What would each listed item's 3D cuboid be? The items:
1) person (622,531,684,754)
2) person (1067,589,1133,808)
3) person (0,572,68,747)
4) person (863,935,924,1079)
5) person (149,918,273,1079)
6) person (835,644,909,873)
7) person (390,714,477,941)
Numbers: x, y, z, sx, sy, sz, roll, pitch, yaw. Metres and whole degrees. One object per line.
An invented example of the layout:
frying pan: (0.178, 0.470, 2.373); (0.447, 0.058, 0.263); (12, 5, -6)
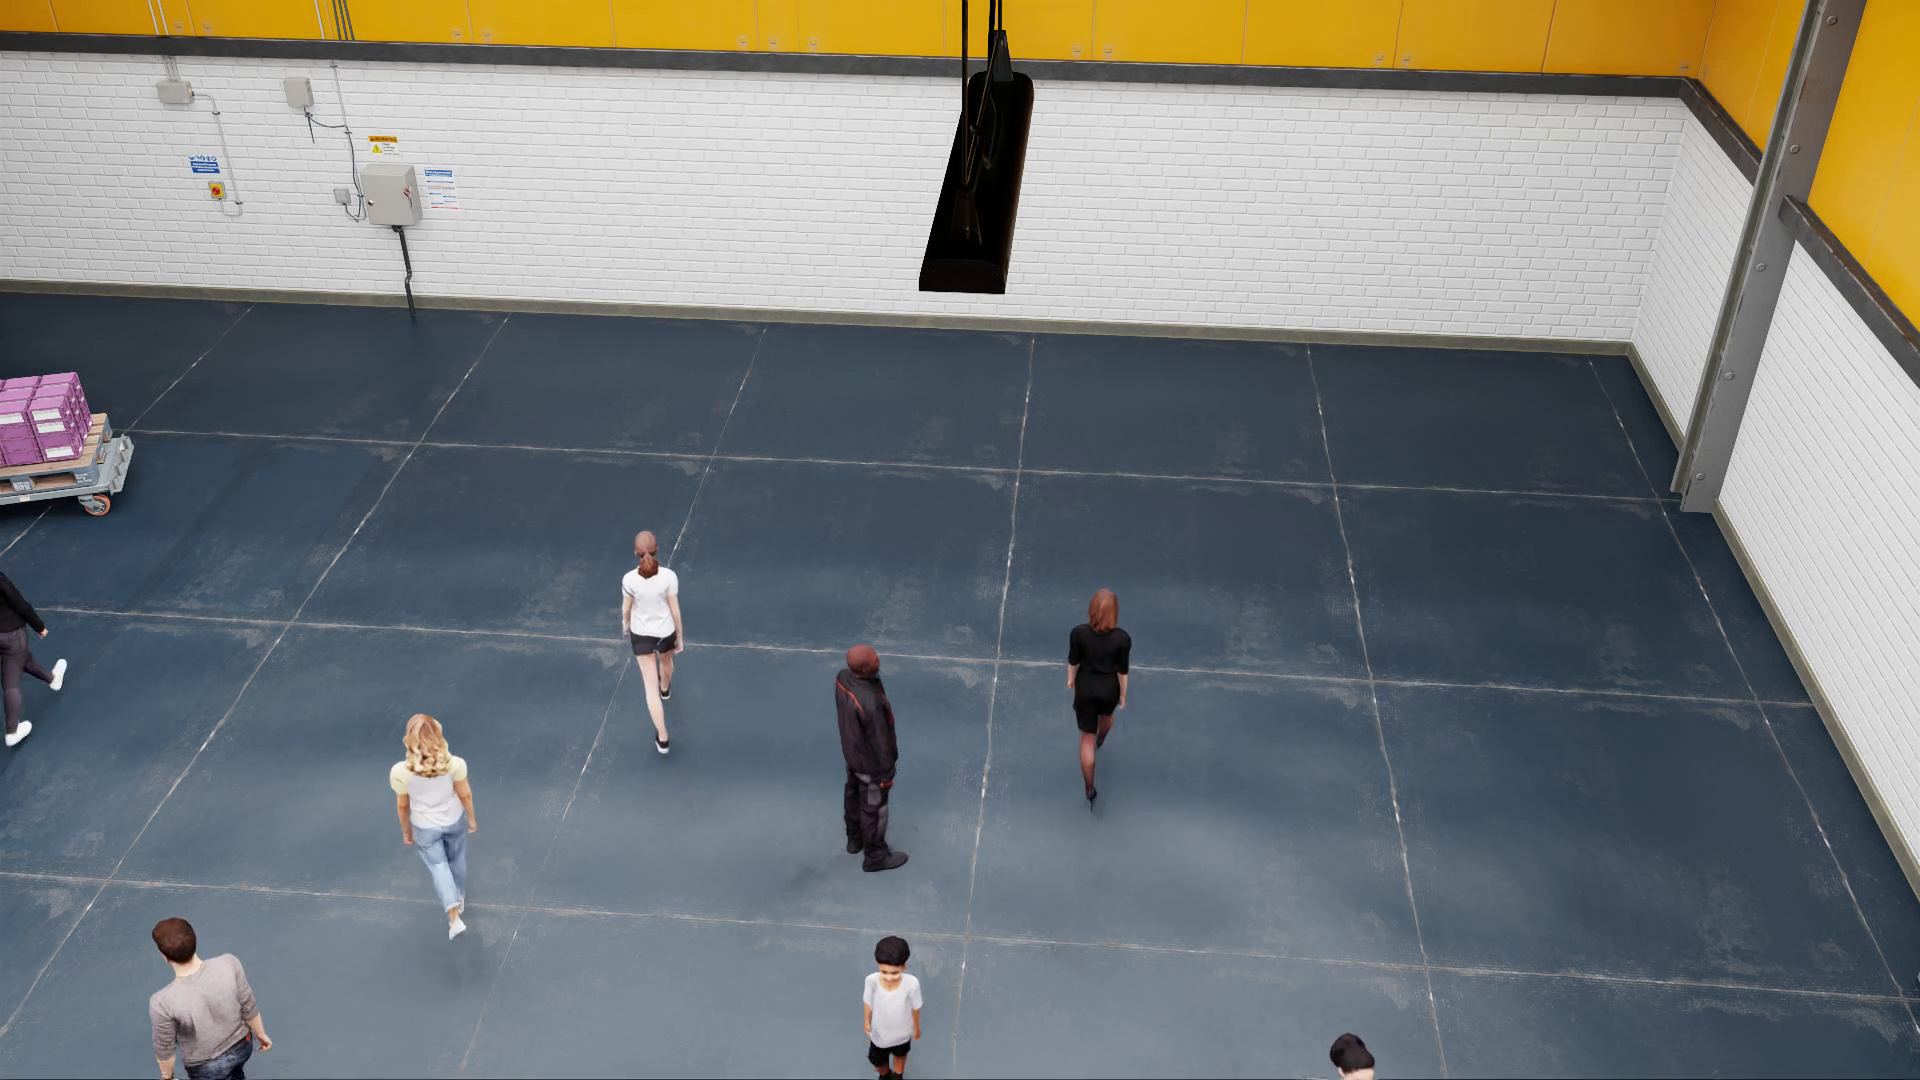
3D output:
person: (-2.259, 0.778, 12.304); (0.887, 1.702, 1.234); (-9, 35, -14)
person: (0.965, 1.145, 11.796); (0.621, 1.653, 1.050); (4, 34, 6)
person: (-7.133, 0.795, 12.335); (0.616, 1.640, 1.101); (2, 34, 4)
person: (-0.392, 2.757, 9.730); (0.506, 1.255, 0.503); (1, 34, 2)
person: (-3.981, 2.842, 9.043); (1.198, 1.874, 1.264); (23, 40, 31)
person: (-0.640, 1.438, 11.197); (0.854, 1.827, 0.765); (-20, 38, -27)
person: (-3.330, 1.871, 10.655); (0.866, 1.707, 1.029); (-12, 35, -17)
